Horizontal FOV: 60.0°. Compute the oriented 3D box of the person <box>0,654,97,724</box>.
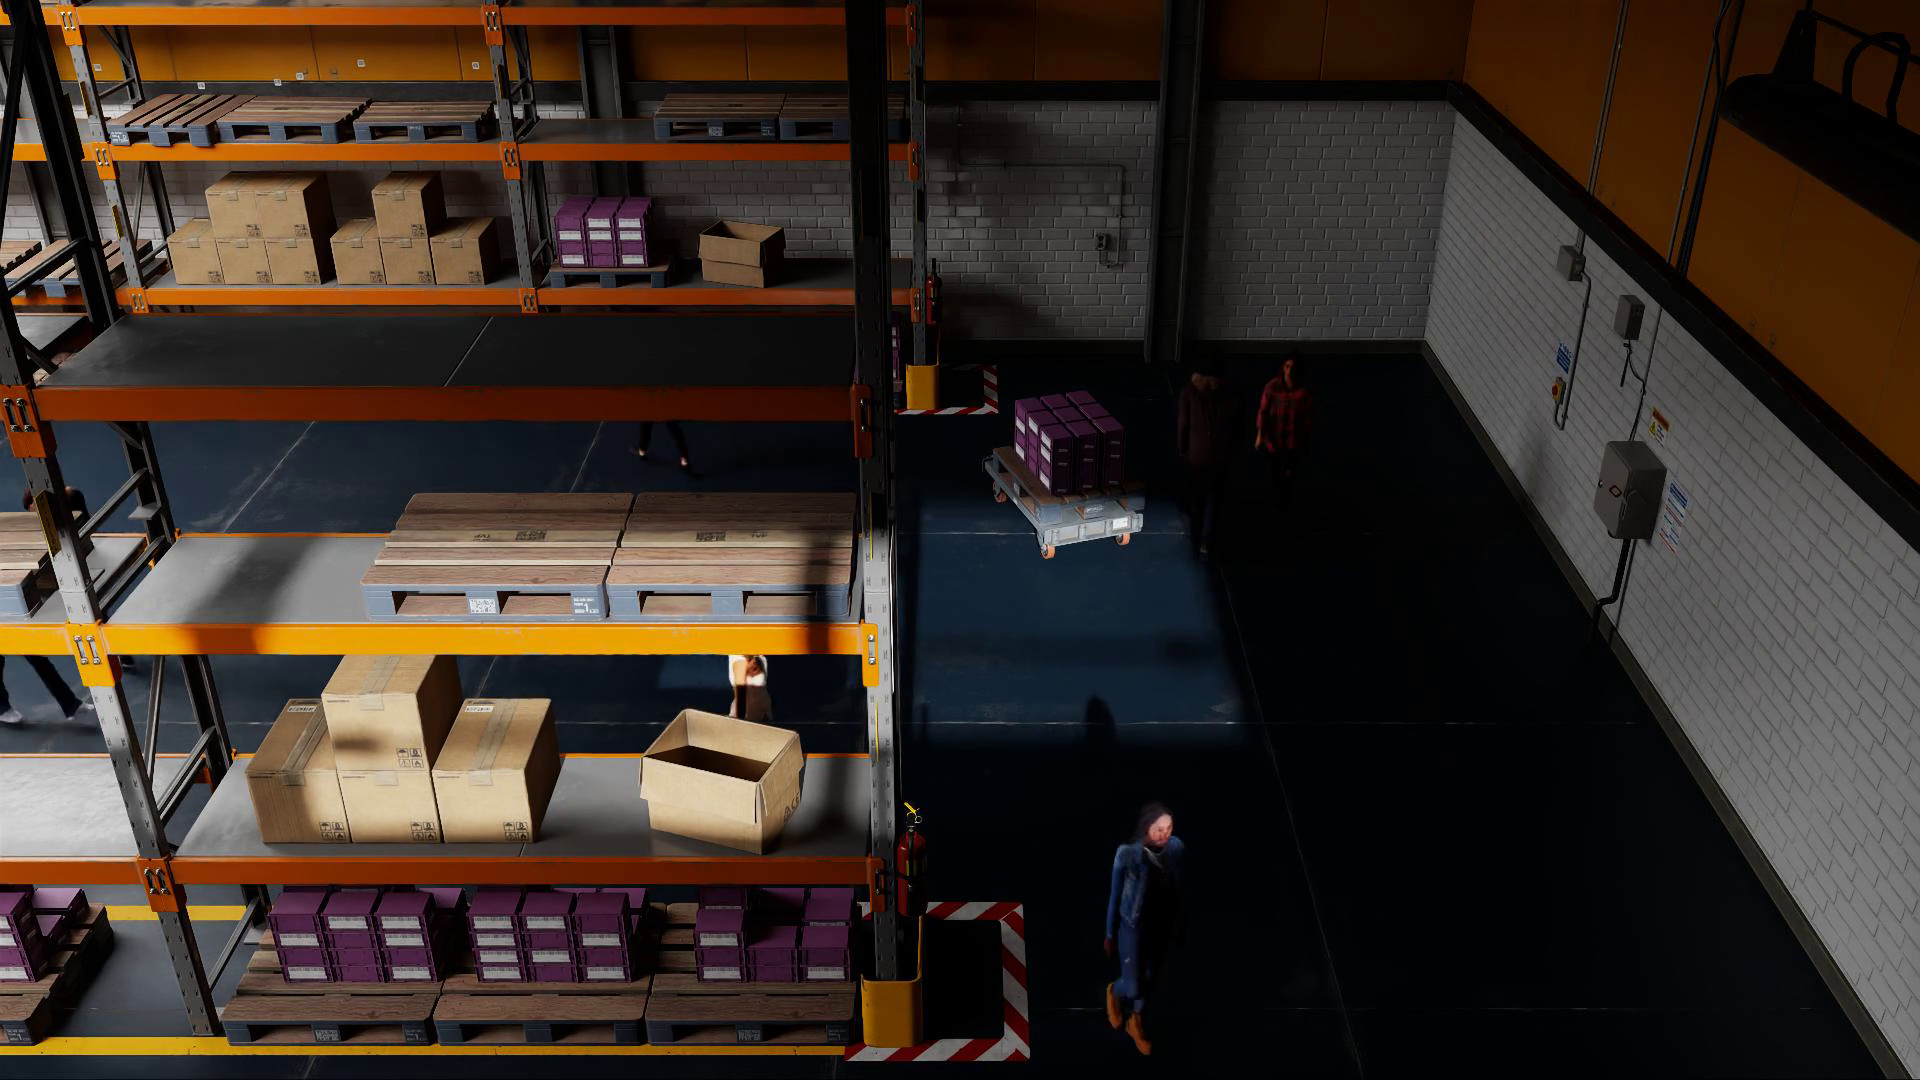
[{"bbox_3d":[-7.049,0.628,12.080,1.175,1.705,0.796,7,29,13],"label":"person"}]

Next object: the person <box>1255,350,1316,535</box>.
[{"bbox_3d":[2.940,-0.938,15.003,1.098,1.655,0.941,10,30,17],"label":"person"}]

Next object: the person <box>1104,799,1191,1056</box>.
[{"bbox_3d":[0.989,2.120,9.347,0.748,1.702,0.823,-11,31,-20],"label":"person"}]

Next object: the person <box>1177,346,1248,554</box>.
[{"bbox_3d":[2.177,-0.745,14.500,1.185,1.797,0.951,5,29,9],"label":"person"}]

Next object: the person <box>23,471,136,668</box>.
[{"bbox_3d":[-6.783,0.223,12.827,1.298,1.701,1.016,16,32,26],"label":"person"}]
